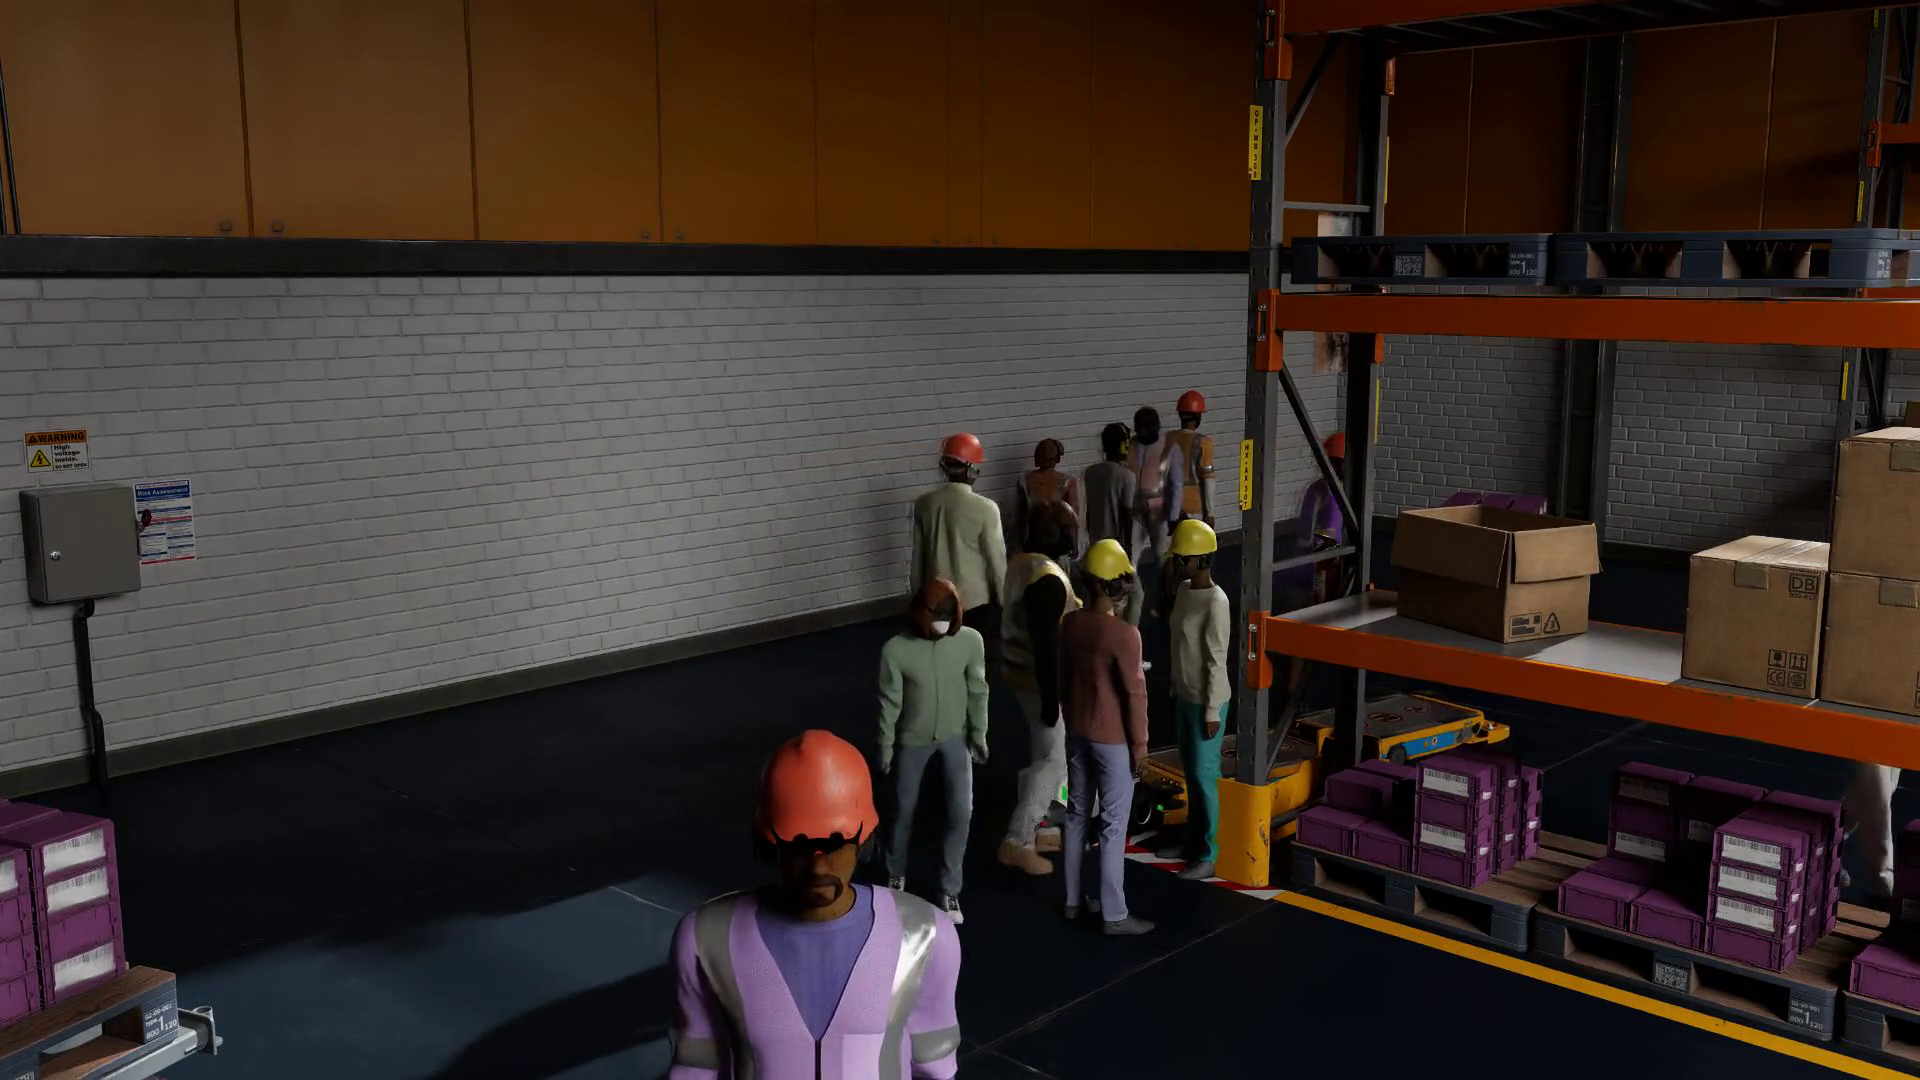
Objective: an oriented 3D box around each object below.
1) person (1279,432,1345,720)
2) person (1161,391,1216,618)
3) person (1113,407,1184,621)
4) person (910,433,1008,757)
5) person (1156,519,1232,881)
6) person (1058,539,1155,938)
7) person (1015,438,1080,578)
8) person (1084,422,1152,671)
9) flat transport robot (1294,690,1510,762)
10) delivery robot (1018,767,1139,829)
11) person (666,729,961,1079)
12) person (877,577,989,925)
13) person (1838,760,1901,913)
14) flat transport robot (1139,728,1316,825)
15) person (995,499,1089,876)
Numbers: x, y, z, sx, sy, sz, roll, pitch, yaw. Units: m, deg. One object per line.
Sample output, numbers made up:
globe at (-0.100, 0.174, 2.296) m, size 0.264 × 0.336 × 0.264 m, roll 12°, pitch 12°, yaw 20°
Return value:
person at (2.434, 0.250, 10.795) m, size 0.759 × 1.900 × 0.560 m, roll -1°, pitch 9°, yaw -8°
person at (1.918, -0.284, 13.973) m, size 0.553 × 1.933 × 0.368 m, roll 8°, pitch 12°, yaw 41°
person at (1.529, -0.197, 13.858) m, size 0.644 × 1.795 × 0.931 m, roll 4°, pitch 10°, yaw 26°
person at (0.016, 0.346, 9.975) m, size 0.633 × 1.977 × 0.427 m, roll 8°, pitch 12°, yaw 40°
person at (1.137, 0.769, 8.078) m, size 0.338 × 1.760 × 0.527 m, roll -2°, pitch 9°, yaw -11°
person at (0.641, 0.874, 7.386) m, size 0.305 × 1.772 × 0.525 m, roll -7°, pitch 12°, yaw -37°
person at (0.680, 0.027, 12.980) m, size 0.523 × 1.637 × 0.311 m, roll 4°, pitch 10°, yaw 22°
person at (1.143, 0.071, 12.057) m, size 0.711 × 1.844 × 0.546 m, roll -8°, pitch 12°, yaw -42°
flat transport robot at (2.650, 1.164, 10.187) m, size 1.431 × 0.197 × 0.652 m, roll -6°, pitch 11°, yaw -35°
delivery robot at (0.616, 1.237, 8.587) m, size 0.477 × 0.478 × 0.707 m, roll 7°, pitch 12°, yaw 39°
person at (-0.292, 1.382, 3.432) m, size 0.605 × 2.045 × 0.372 m, roll -1°, pitch 9°, yaw -8°
person at (-0.118, 0.935, 7.558) m, size 0.517 × 1.578 × 0.742 m, roll -2°, pitch 10°, yaw -15°
person at (4.243, 0.777, 7.705) m, size 0.592 × 1.864 × 0.798 m, roll -3°, pitch 10°, yaw -19°
flat transport robot at (1.503, 1.303, 9.334) m, size 1.431 × 0.197 × 0.652 m, roll -6°, pitch 11°, yaw -31°
person at (0.406, 0.707, 8.270) m, size 0.483 × 1.820 × 0.663 m, roll -1°, pitch 9°, yaw -6°
